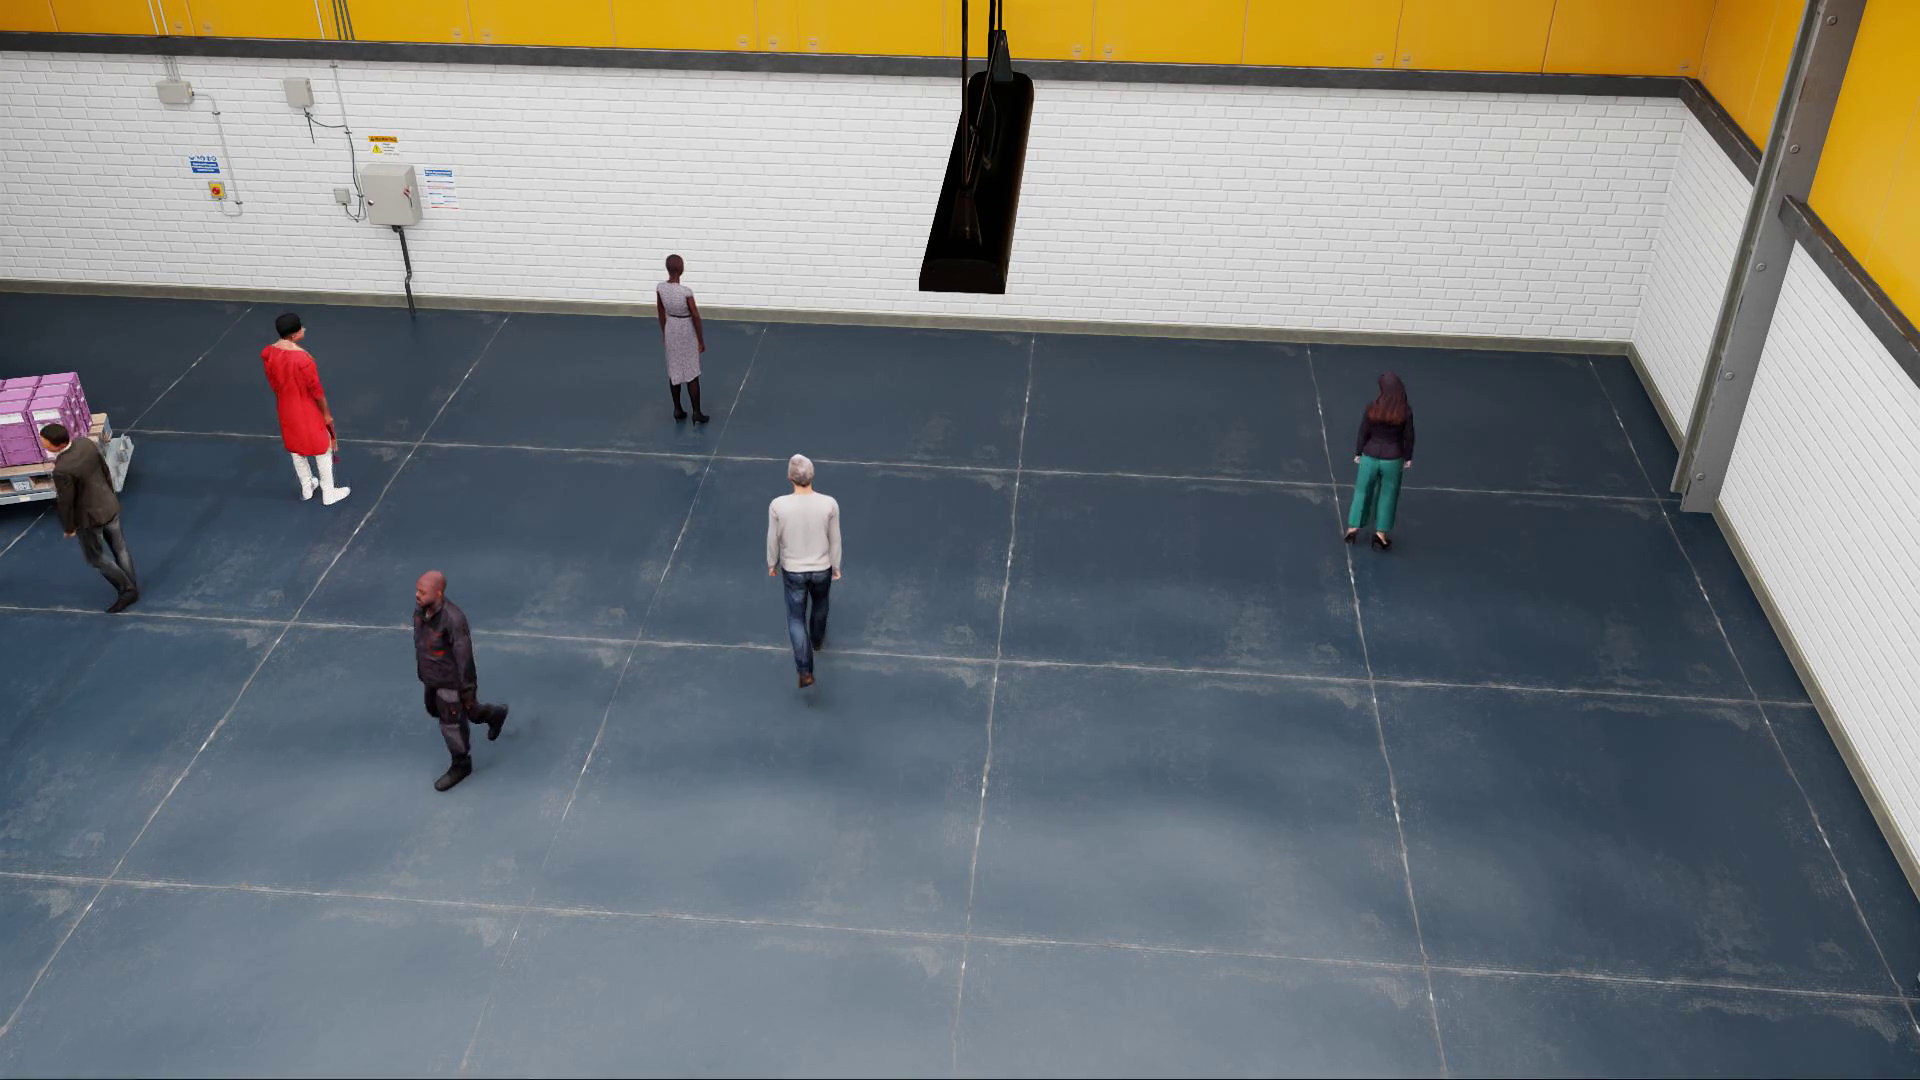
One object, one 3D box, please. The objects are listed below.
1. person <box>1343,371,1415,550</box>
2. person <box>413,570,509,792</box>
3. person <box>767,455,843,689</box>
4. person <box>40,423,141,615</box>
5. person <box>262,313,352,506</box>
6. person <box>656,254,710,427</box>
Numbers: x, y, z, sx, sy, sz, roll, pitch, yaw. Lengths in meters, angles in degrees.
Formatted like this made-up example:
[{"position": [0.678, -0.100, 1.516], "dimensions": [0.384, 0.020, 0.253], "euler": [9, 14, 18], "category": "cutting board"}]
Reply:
[{"position": [3.690, -0.677, 14.467], "dimensions": [0.700, 1.730, 0.658], "euler": [25, 41, 32], "category": "person"}, {"position": [-3.611, 0.925, 11.987], "dimensions": [1.027, 1.807, 1.123], "euler": [26, 42, 34], "category": "person"}, {"position": [-1.186, 0.280, 12.899], "dimensions": [0.919, 1.873, 1.284], "euler": [-5, 34, -8], "category": "person"}, {"position": [-7.162, -0.269, 13.815], "dimensions": [0.831, 1.773, 0.583], "euler": [16, 37, 22], "category": "person"}, {"position": [-6.010, -1.211, 15.143], "dimensions": [0.737, 1.871, 0.673], "euler": [2, 34, 3], "category": "person"}, {"position": [-2.740, -1.957, 16.339], "dimensions": [0.680, 1.790, 0.637], "euler": [14, 36, 20], "category": "person"}]
